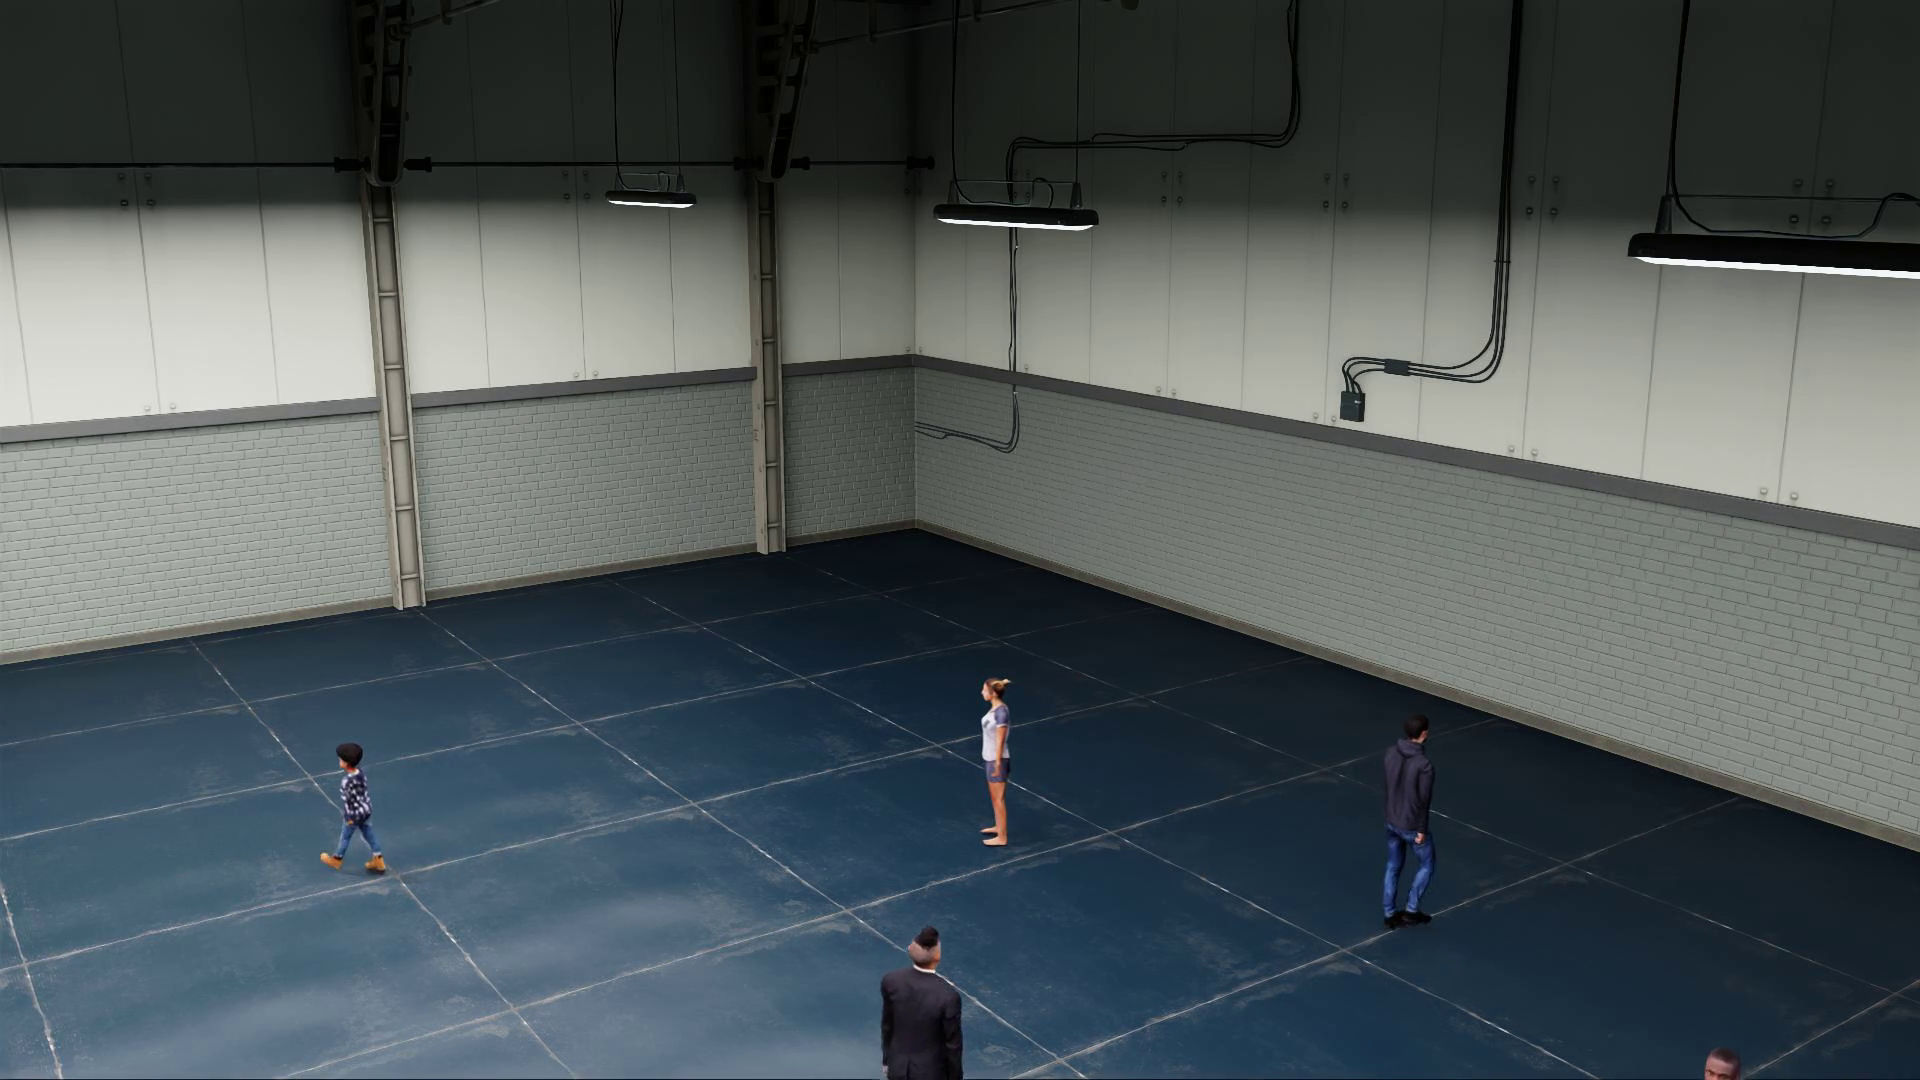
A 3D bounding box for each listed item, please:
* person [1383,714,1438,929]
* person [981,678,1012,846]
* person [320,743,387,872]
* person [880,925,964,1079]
[{"bbox_3d":[3.695,2.390,13.991,0.633,1.878,0.690,-10,17,-38],"label":"person"},{"bbox_3d":[0.354,2.093,15.843,0.657,1.622,0.639,-1,13,-4],"label":"person"},{"bbox_3d":[-5.450,2.459,15.155,0.850,1.218,0.841,4,14,18],"label":"person"},{"bbox_3d":[-0.283,3.255,10.137,0.987,1.933,1.096,5,14,22],"label":"person"}]
